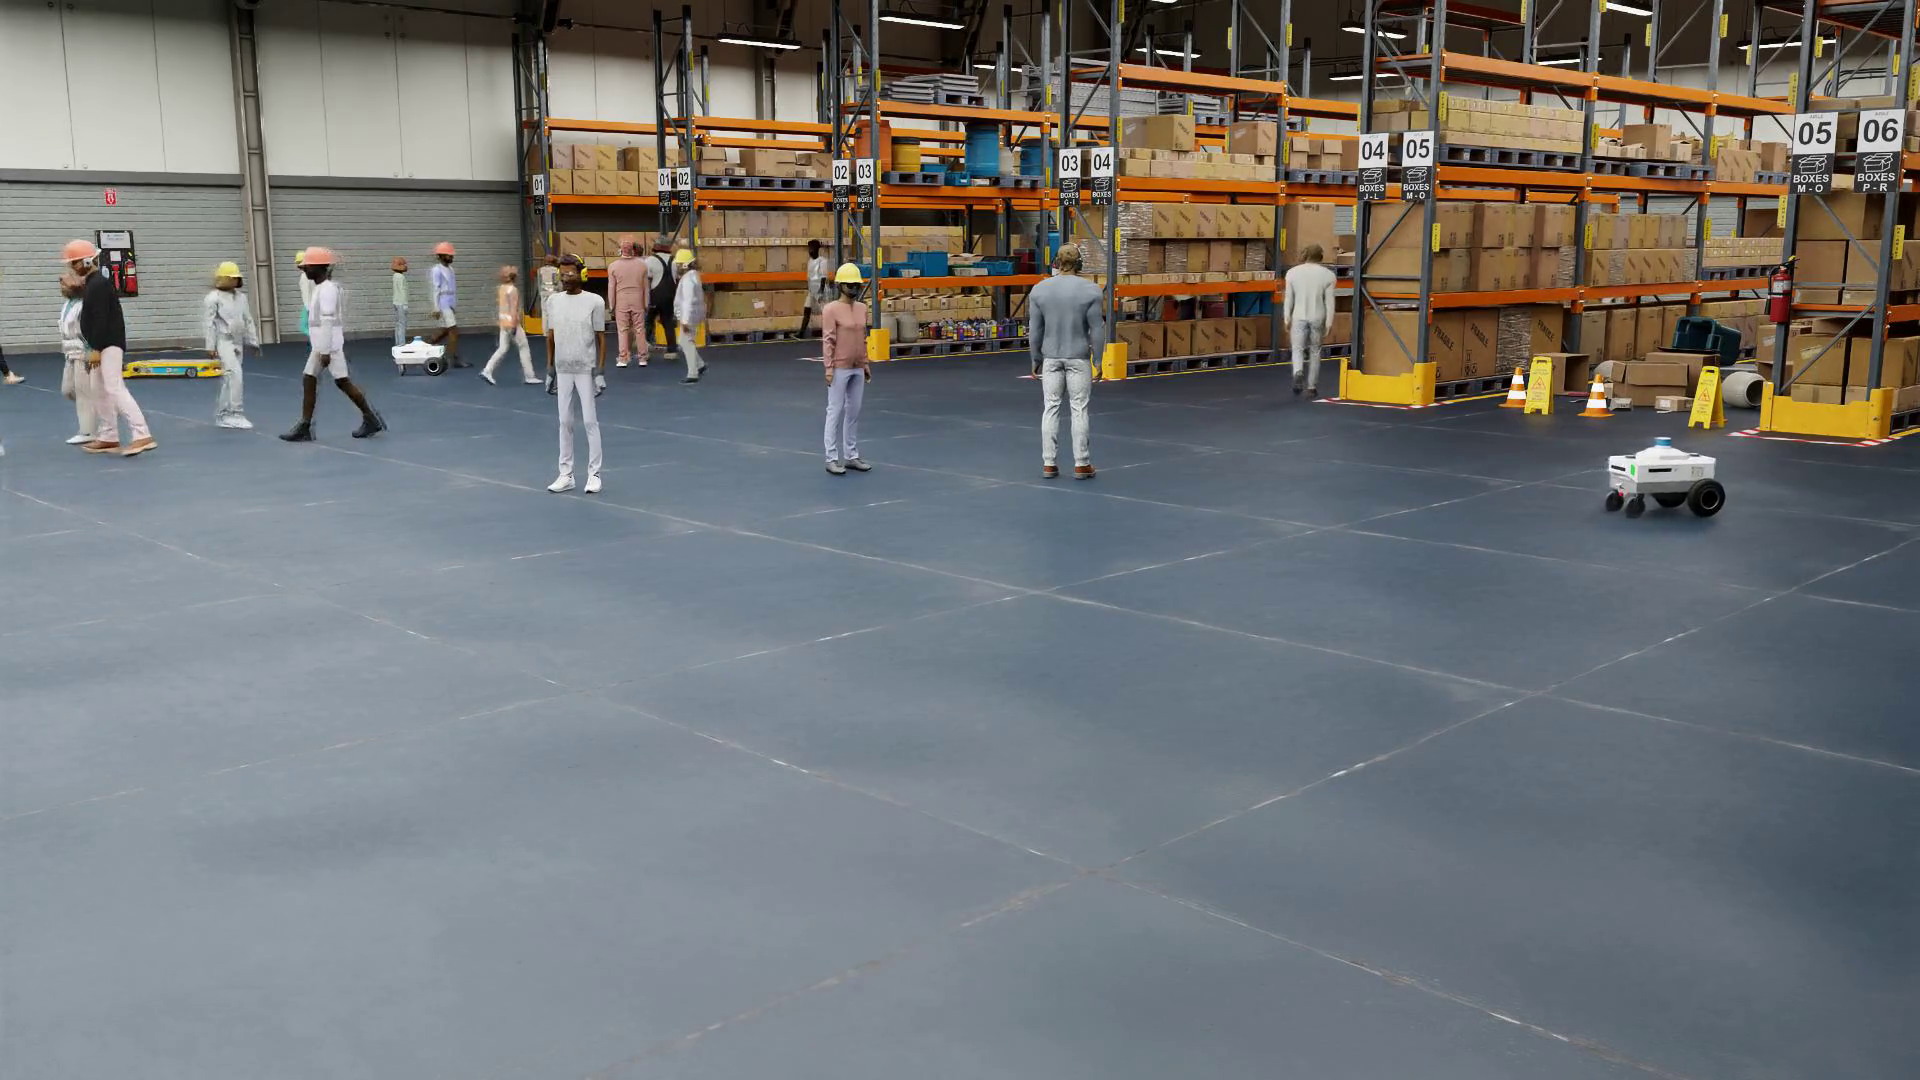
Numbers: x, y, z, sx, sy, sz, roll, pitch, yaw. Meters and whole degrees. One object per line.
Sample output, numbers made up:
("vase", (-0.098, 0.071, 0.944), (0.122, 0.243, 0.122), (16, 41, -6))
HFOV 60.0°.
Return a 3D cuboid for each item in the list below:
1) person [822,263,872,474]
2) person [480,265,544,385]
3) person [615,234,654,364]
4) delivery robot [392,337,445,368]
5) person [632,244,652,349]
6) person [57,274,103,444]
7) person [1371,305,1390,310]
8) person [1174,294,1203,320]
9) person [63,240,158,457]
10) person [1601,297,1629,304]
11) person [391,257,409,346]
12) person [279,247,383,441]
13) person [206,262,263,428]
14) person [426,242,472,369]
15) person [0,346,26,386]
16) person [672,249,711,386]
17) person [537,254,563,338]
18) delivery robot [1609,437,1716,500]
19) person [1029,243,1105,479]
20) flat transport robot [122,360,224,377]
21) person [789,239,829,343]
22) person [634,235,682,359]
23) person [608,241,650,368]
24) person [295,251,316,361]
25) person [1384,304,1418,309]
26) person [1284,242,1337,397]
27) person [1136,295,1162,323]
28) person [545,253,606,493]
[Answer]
("person", (-0.941, -1.451, 14.093), (0.326, 1.767, 0.533), (9, 13, 39))
("person", (-6.076, -2.889, 22.367), (0.786, 1.608, 0.513), (-8, 13, -38))
("person", (-5.101, -3.749, 25.953), (0.833, 2.019, 0.615), (7, 12, 33))
("delivery robot", (-7.841, -2.703, 24.080), (0.707, 0.478, 0.477), (-1, 10, -8))
("person", (-5.666, -4.311, 29.455), (0.571, 1.849, 0.382), (-10, 14, -42))
("person", (-8.492, -1.755, 16.104), (0.530, 1.626, 0.436), (10, 14, 42))
("person", (6.936, -3.790, 26.716), (0.704, 1.819, 0.643), (-10, 14, -43))
("person", (3.752, -4.051, 27.714), (0.892, 1.968, 0.633), (-5, 12, -26))
("person", (-7.786, -1.742, 15.195), (0.585, 1.953, 0.835), (-6, 12, -31))
("person", (11.344, -4.284, 28.810), (0.673, 2.023, 0.620), (-7, 13, -35))
("person", (-9.366, -3.923, 27.922), (0.280, 1.636, 0.502), (-7, 12, -32))
("person", (-6.223, -1.935, 16.398), (0.972, 1.895, 0.556), (-6, 12, -31))
("person", (-7.526, -2.020, 17.299), (0.687, 1.716, 0.500), (3, 11, 17))
("person", (-7.899, -3.576, 25.309), (0.844, 1.911, 0.548), (1, 10, 6))
("person", (-12.765, -2.805, 21.769), (0.841, 1.661, 0.552), (1, 10, 5))
("person", (-3.645, -2.982, 22.290), (0.419, 1.816, 0.613), (0, 10, 2))
("person", (-8.078, -4.807, 32.770), (0.512, 1.630, 0.315), (1, 10, 8))
("delivery robot", (5.098, -0.503, 12.087), (0.707, 0.478, 0.477), (-2, 11, -11))
("person", (0.888, -1.485, 13.800), (0.636, 1.938, 0.355), (3, 11, 17))
("flat transport robot", (-11.235, -2.462, 23.799), (1.431, 0.197, 0.652), (-1, 10, -6))
("person", (-2.740, -4.651, 31.131), (0.987, 1.909, 0.627), (-9, 13, -39))
("person", (-4.902, -3.927, 26.958), (0.724, 2.000, 0.740), (-10, 14, -43))
("person", (-5.057, -3.594, 25.390), (0.639, 1.910, 0.407), (-4, 11, -21))
("person", (-10.419, -3.748, 26.660), (0.398, 1.748, 0.523), (0, 10, 2))
("person", (6.818, -3.641, 25.715), (0.359, 1.883, 0.573), (-10, 14, -44))
("person", (4.330, -2.722, 20.600), (0.637, 1.919, 0.631), (2, 11, 13))
("person", (4.240, -5.669, 36.981), (0.604, 1.793, 0.838), (7, 13, 35))
("person", (-3.020, -1.306, 13.035), (0.508, 1.865, 0.328), (2, 11, 11))
